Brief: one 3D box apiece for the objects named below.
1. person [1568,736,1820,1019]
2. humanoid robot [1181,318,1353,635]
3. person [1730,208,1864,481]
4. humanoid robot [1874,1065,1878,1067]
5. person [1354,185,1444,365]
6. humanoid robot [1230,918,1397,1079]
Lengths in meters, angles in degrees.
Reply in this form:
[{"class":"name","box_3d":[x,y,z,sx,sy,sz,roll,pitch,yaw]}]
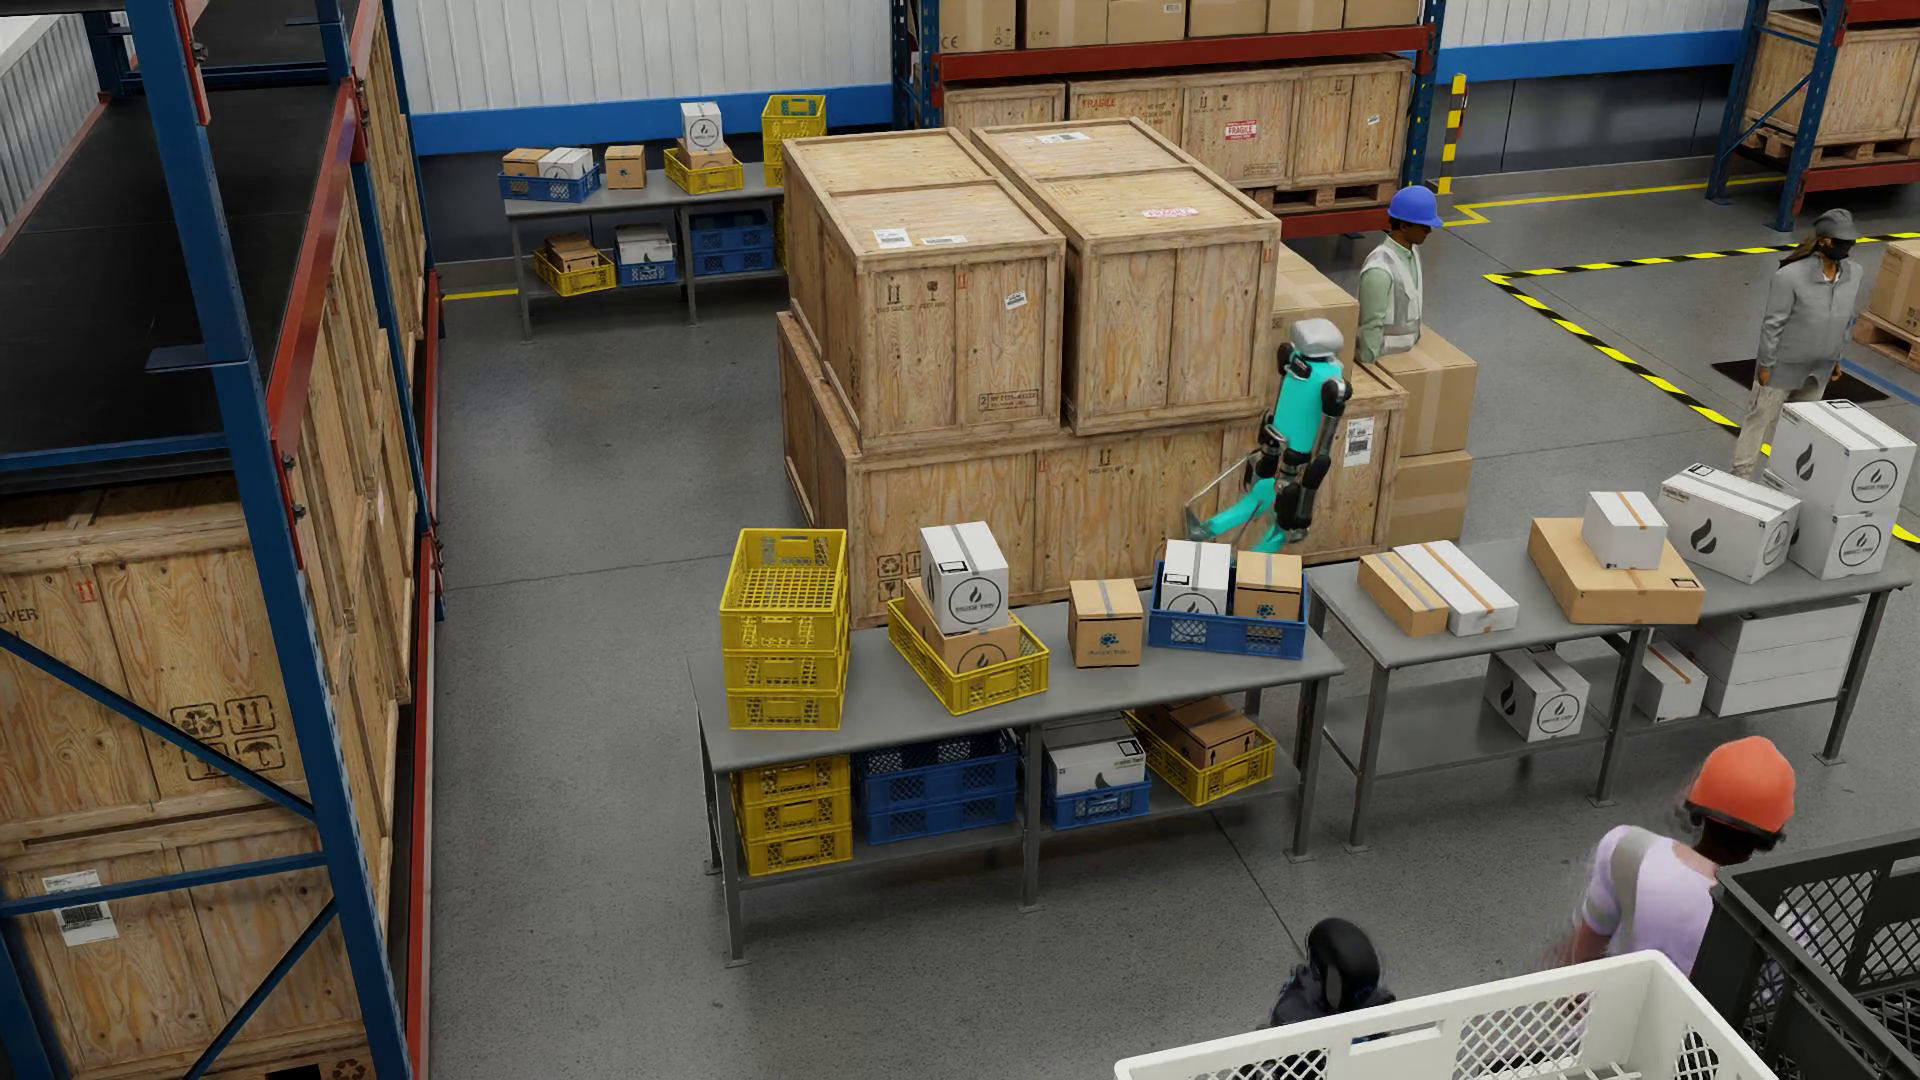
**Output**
[{"class":"person","box_3d":[1.996,1.427,4.736,0.606,2.002,0.996,21,35,33]},{"class":"humanoid robot","box_3d":[1.409,-0.187,7.929,0.914,1.761,0.554,-9,30,-16]},{"class":"person","box_3d":[4.728,-1.014,9.400,0.564,1.769,0.395,-7,30,-12]},{"class":"humanoid robot","box_3d":[2.001,1.889,4.289,0.777,1.610,0.615,10,30,17]},{"class":"person","box_3d":[2.366,-1.009,9.253,0.411,1.908,0.602,17,33,28]},{"class":"humanoid robot","box_3d":[0.883,1.669,4.627,0.601,1.643,0.424,-14,32,-24]}]
